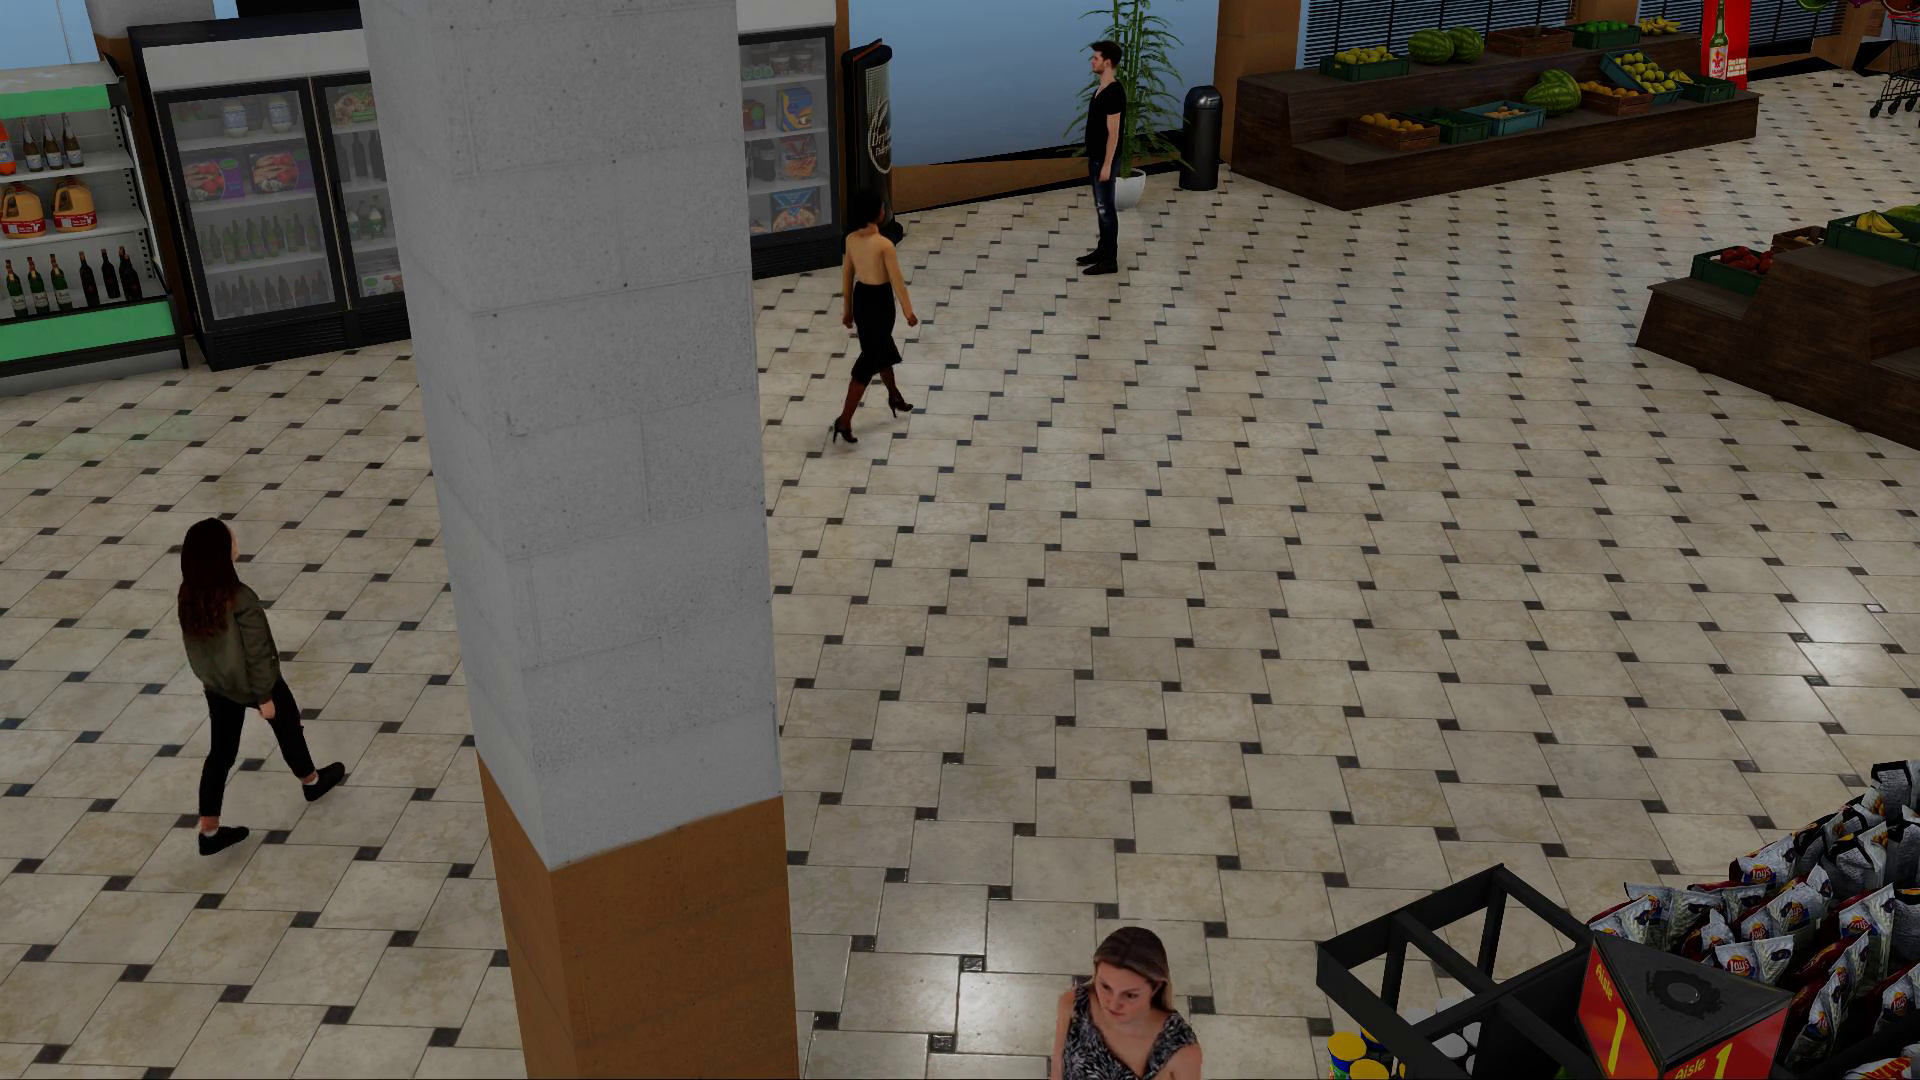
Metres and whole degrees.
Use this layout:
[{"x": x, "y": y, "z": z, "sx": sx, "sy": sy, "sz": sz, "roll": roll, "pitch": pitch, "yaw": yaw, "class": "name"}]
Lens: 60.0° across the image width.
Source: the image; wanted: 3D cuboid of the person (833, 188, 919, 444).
[{"x": -0.609, "y": -1.376, "z": 10.602, "sx": 0.765, "sy": 1.610, "sz": 1.085, "roll": 24, "pitch": 35, "yaw": 39, "class": "person"}]

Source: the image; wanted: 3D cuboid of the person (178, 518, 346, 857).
[{"x": -3.014, "y": 0.630, "z": 6.832, "sx": 0.947, "sy": 1.441, "sz": 1.070, "roll": 12, "pitch": 29, "yaw": 21, "class": "person"}]

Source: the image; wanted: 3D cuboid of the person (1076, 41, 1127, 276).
[{"x": 1.207, "y": -3.174, "z": 13.830, "sx": 0.728, "sy": 1.896, "sz": 0.763, "roll": -2, "pitch": 27, "yaw": -5, "class": "person"}]

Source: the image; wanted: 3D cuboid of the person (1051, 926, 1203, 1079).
[{"x": 0.465, "y": 1.658, "z": 4.528, "sx": 0.727, "sy": 1.693, "sz": 0.761, "roll": 15, "pitch": 30, "yaw": 26, "class": "person"}]
